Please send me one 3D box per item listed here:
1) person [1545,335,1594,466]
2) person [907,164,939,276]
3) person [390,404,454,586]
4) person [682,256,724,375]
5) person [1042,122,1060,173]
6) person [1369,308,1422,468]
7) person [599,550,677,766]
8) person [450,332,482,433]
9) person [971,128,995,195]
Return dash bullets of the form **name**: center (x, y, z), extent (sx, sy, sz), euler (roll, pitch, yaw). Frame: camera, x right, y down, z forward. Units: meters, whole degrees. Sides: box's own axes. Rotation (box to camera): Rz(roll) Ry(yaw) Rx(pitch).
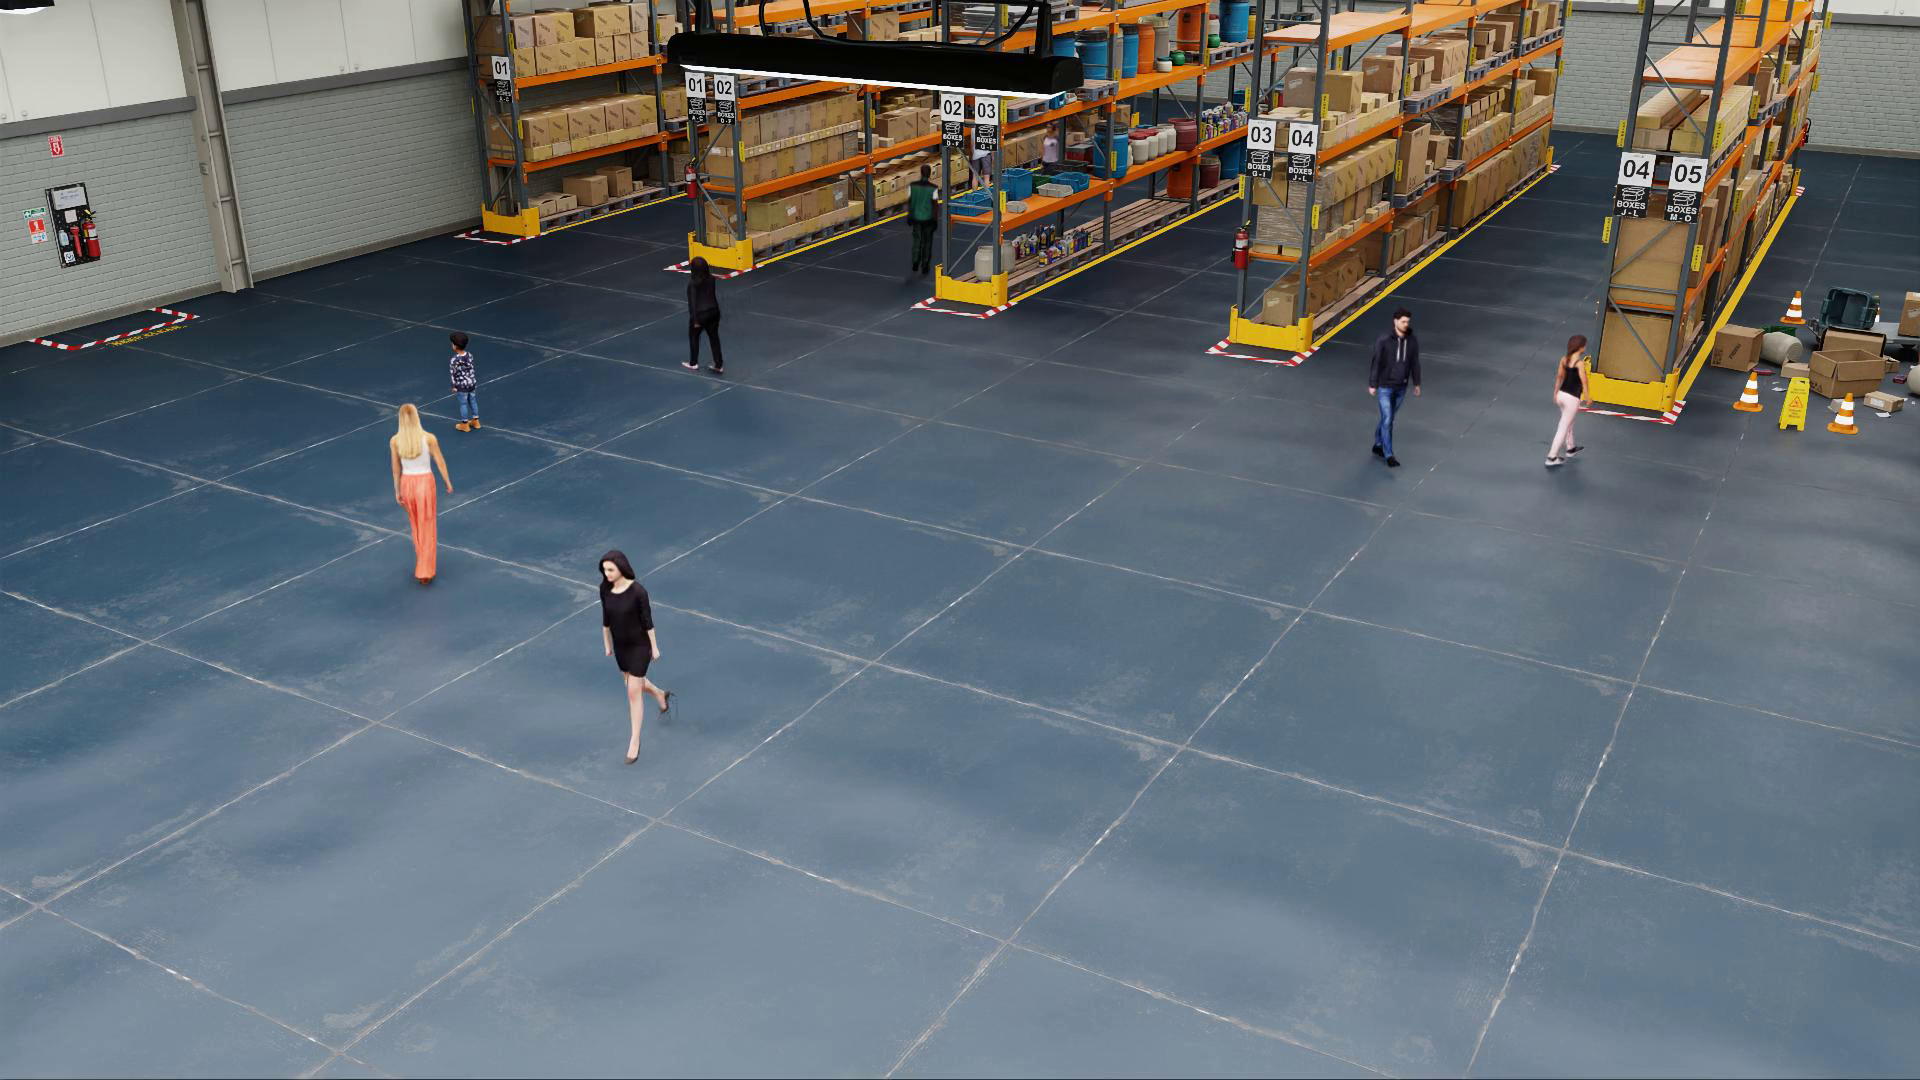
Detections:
- **person**: center (7.012, -1.600, 19.295), extent (0.940, 1.535, 0.837), euler (-8, 24, -18)
- **person**: center (-0.637, -5.290, 27.598), extent (0.826, 1.826, 0.912), euler (5, 24, 12)
- **person**: center (-5.289, -0.414, 16.196), extent (0.924, 1.777, 1.104), euler (2, 23, 4)
- **person**: center (-3.405, -3.025, 22.574), extent (0.784, 1.590, 0.836), euler (17, 28, 34)
- **person**: center (1.845, -7.501, 33.094), extent (0.643, 1.595, 1.016), euler (17, 28, 34)
- **person**: center (5.000, -1.820, 19.402), extent (1.086, 1.855, 1.149), euler (-6, 24, -15)
- **person**: center (-2.544, 0.861, 13.218), extent (0.637, 1.761, 1.068), euler (11, 26, 25)
- **person**: center (-6.111, -1.962, 20.507), extent (0.574, 1.252, 0.460), euler (17, 28, 34)
- **person**: center (0.425, -7.569, 32.951), extent (0.689, 1.831, 0.582), euler (9, 25, 21)
